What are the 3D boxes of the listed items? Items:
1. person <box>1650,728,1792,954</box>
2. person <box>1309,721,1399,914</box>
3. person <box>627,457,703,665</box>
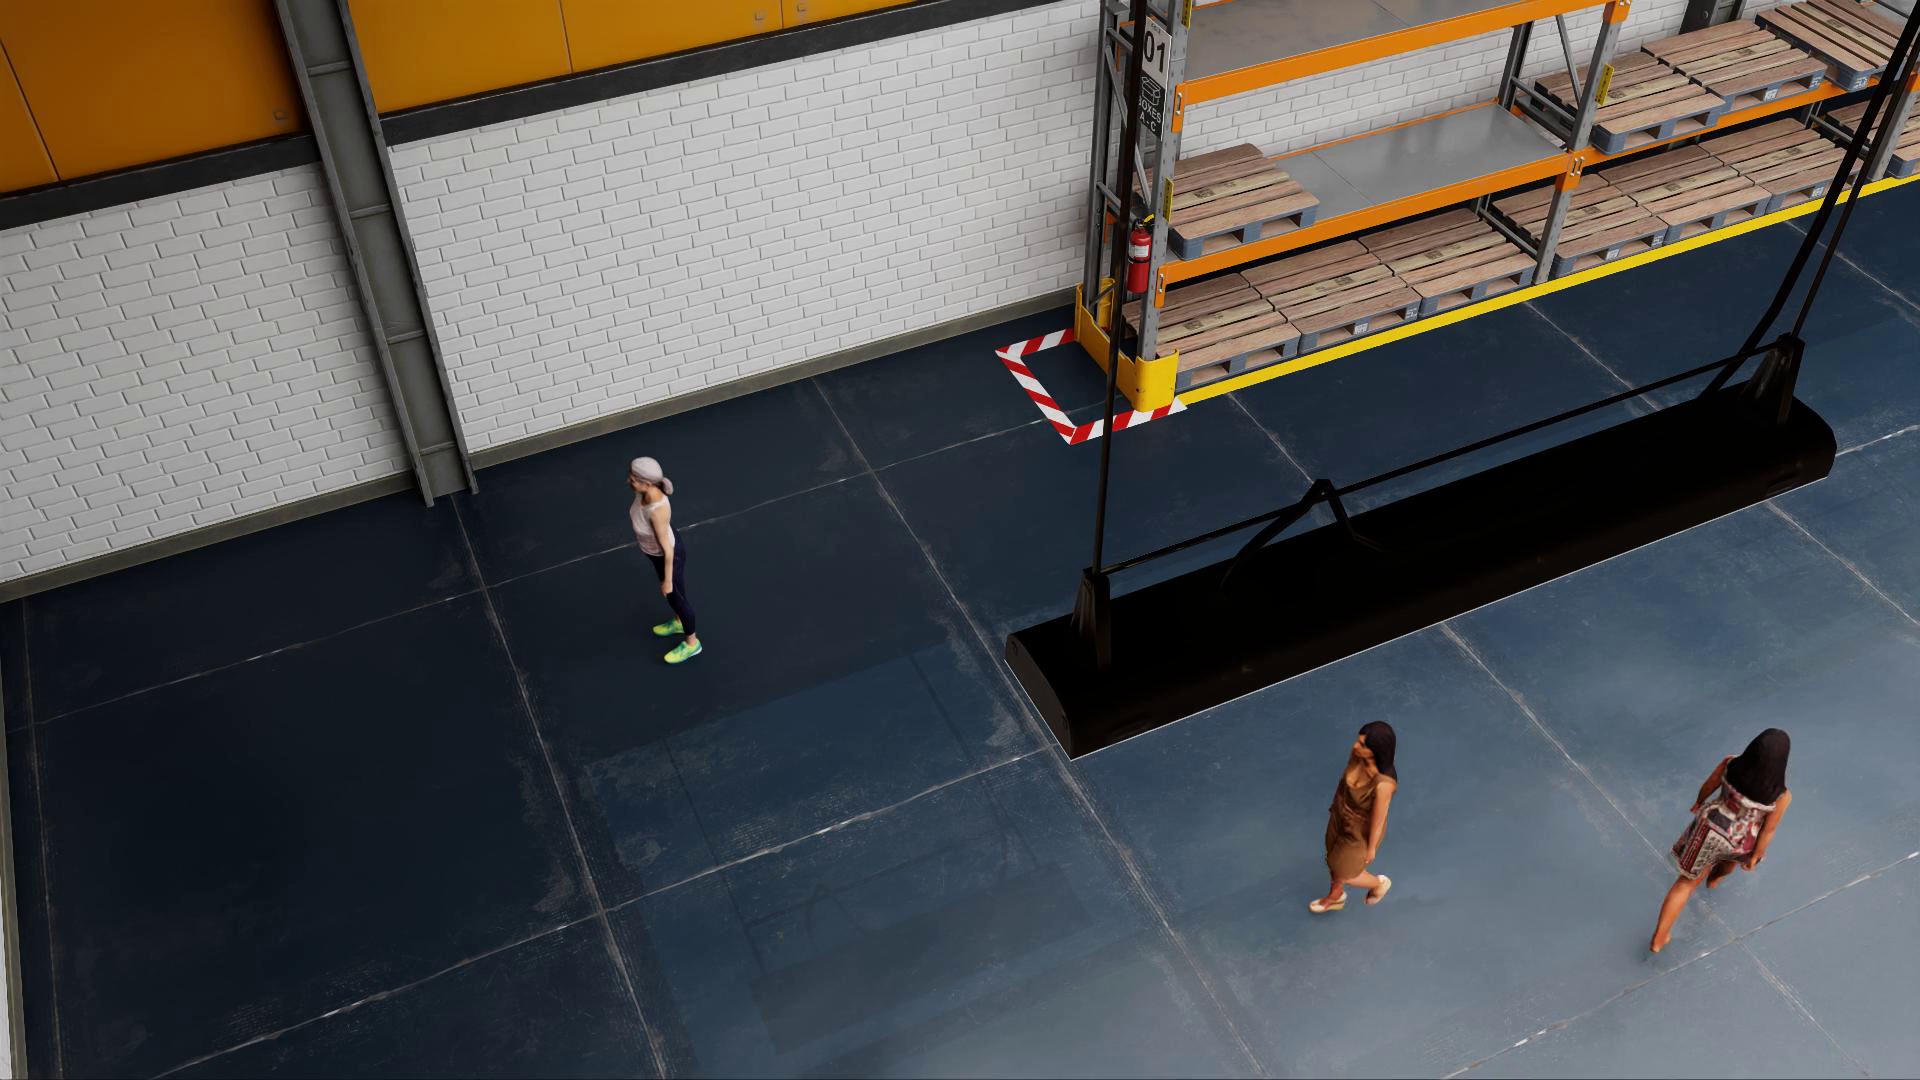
[{"bbox_3d":[4.242,1.700,9.298,0.912,1.597,1.248,33,52,29],"label":"person"},{"bbox_3d":[2.303,1.599,9.348,0.764,1.675,0.653,-9,44,-10],"label":"person"},{"bbox_3d":[-1.927,0.106,10.895,0.537,1.702,0.612,-15,46,-16],"label":"person"}]
